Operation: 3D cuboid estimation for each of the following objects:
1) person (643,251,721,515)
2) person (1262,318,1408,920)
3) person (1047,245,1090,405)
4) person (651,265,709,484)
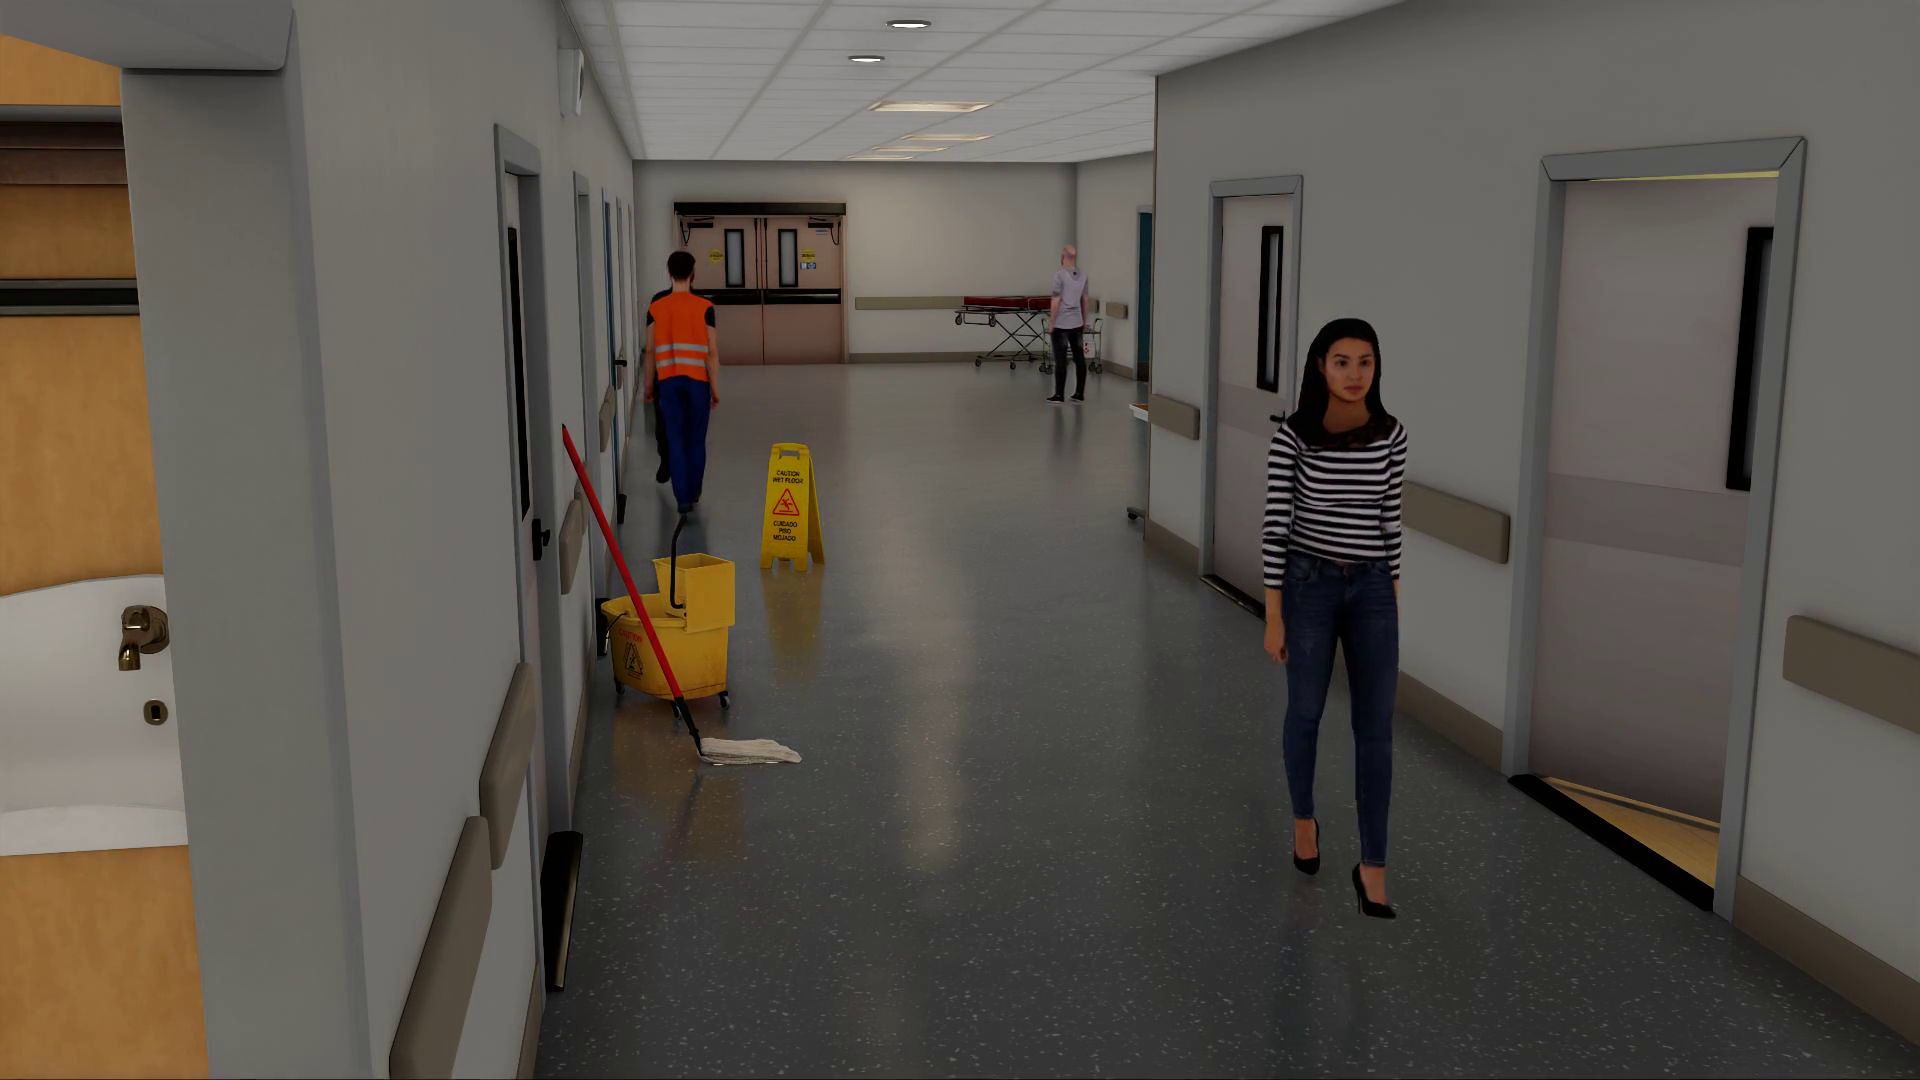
[{"bbox_3d":[-1.958,-1.068,11.772,0.717,1.838,1.188,-2,11,-8],"label":"person"},{"bbox_3d":[1.129,0.218,5.153,0.680,1.764,0.978,-1,11,-3],"label":"person"},{"bbox_3d":[1.264,-2.531,19.490,0.747,1.836,0.729,-7,13,-33],"label":"person"},{"bbox_3d":[-2.254,-1.334,13.289,0.746,1.795,0.822,-1,11,-6],"label":"person"}]
